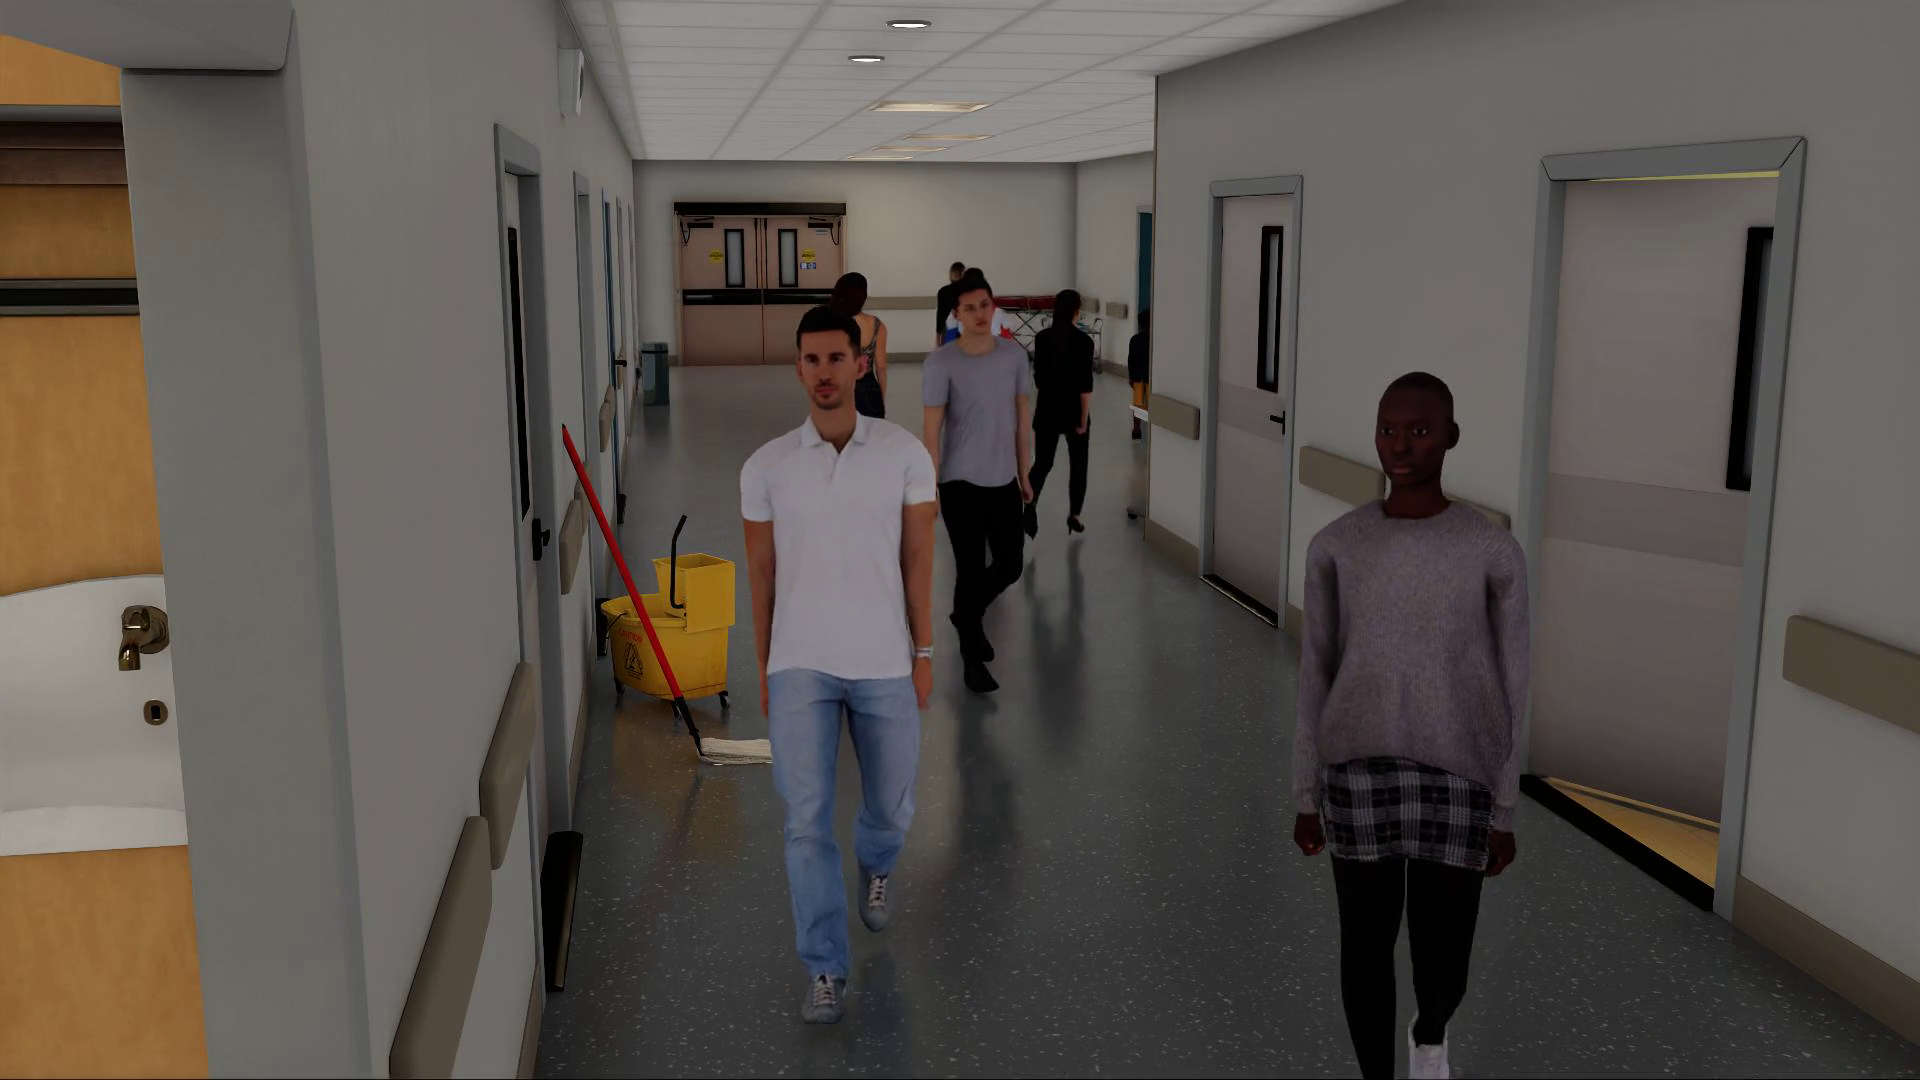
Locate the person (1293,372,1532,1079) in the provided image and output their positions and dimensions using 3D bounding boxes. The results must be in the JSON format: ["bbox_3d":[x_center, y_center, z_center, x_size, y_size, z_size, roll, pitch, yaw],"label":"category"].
[{"bbox_3d":[0.994,0.515,3.633,0.798,1.764,0.855,5,12,24],"label":"person"}]

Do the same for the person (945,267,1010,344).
[{"bbox_3d":[0.139,-1.121,12.353,0.694,1.727,0.983,-1,11,-6],"label":"person"}]

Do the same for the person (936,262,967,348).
[{"bbox_3d":[-0.031,-2.166,18.092,0.659,1.640,1.028,-1,11,-6],"label":"person"}]

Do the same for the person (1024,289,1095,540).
[{"bbox_3d":[0.616,-0.780,10.808,0.960,1.633,1.119,5,12,24],"label":"person"}]

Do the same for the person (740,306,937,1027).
[{"bbox_3d":[-0.304,0.314,4.501,0.763,1.835,1.107,0,11,-2],"label":"person"}]

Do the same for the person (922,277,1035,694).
[{"bbox_3d":[0.064,-0.252,7.477,0.862,1.837,0.998,-7,13,-32],"label":"person"}]

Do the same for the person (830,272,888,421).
[{"bbox_3d":[-0.679,-0.870,10.917,0.630,1.769,0.581,-3,11,-17],"label":"person"}]
